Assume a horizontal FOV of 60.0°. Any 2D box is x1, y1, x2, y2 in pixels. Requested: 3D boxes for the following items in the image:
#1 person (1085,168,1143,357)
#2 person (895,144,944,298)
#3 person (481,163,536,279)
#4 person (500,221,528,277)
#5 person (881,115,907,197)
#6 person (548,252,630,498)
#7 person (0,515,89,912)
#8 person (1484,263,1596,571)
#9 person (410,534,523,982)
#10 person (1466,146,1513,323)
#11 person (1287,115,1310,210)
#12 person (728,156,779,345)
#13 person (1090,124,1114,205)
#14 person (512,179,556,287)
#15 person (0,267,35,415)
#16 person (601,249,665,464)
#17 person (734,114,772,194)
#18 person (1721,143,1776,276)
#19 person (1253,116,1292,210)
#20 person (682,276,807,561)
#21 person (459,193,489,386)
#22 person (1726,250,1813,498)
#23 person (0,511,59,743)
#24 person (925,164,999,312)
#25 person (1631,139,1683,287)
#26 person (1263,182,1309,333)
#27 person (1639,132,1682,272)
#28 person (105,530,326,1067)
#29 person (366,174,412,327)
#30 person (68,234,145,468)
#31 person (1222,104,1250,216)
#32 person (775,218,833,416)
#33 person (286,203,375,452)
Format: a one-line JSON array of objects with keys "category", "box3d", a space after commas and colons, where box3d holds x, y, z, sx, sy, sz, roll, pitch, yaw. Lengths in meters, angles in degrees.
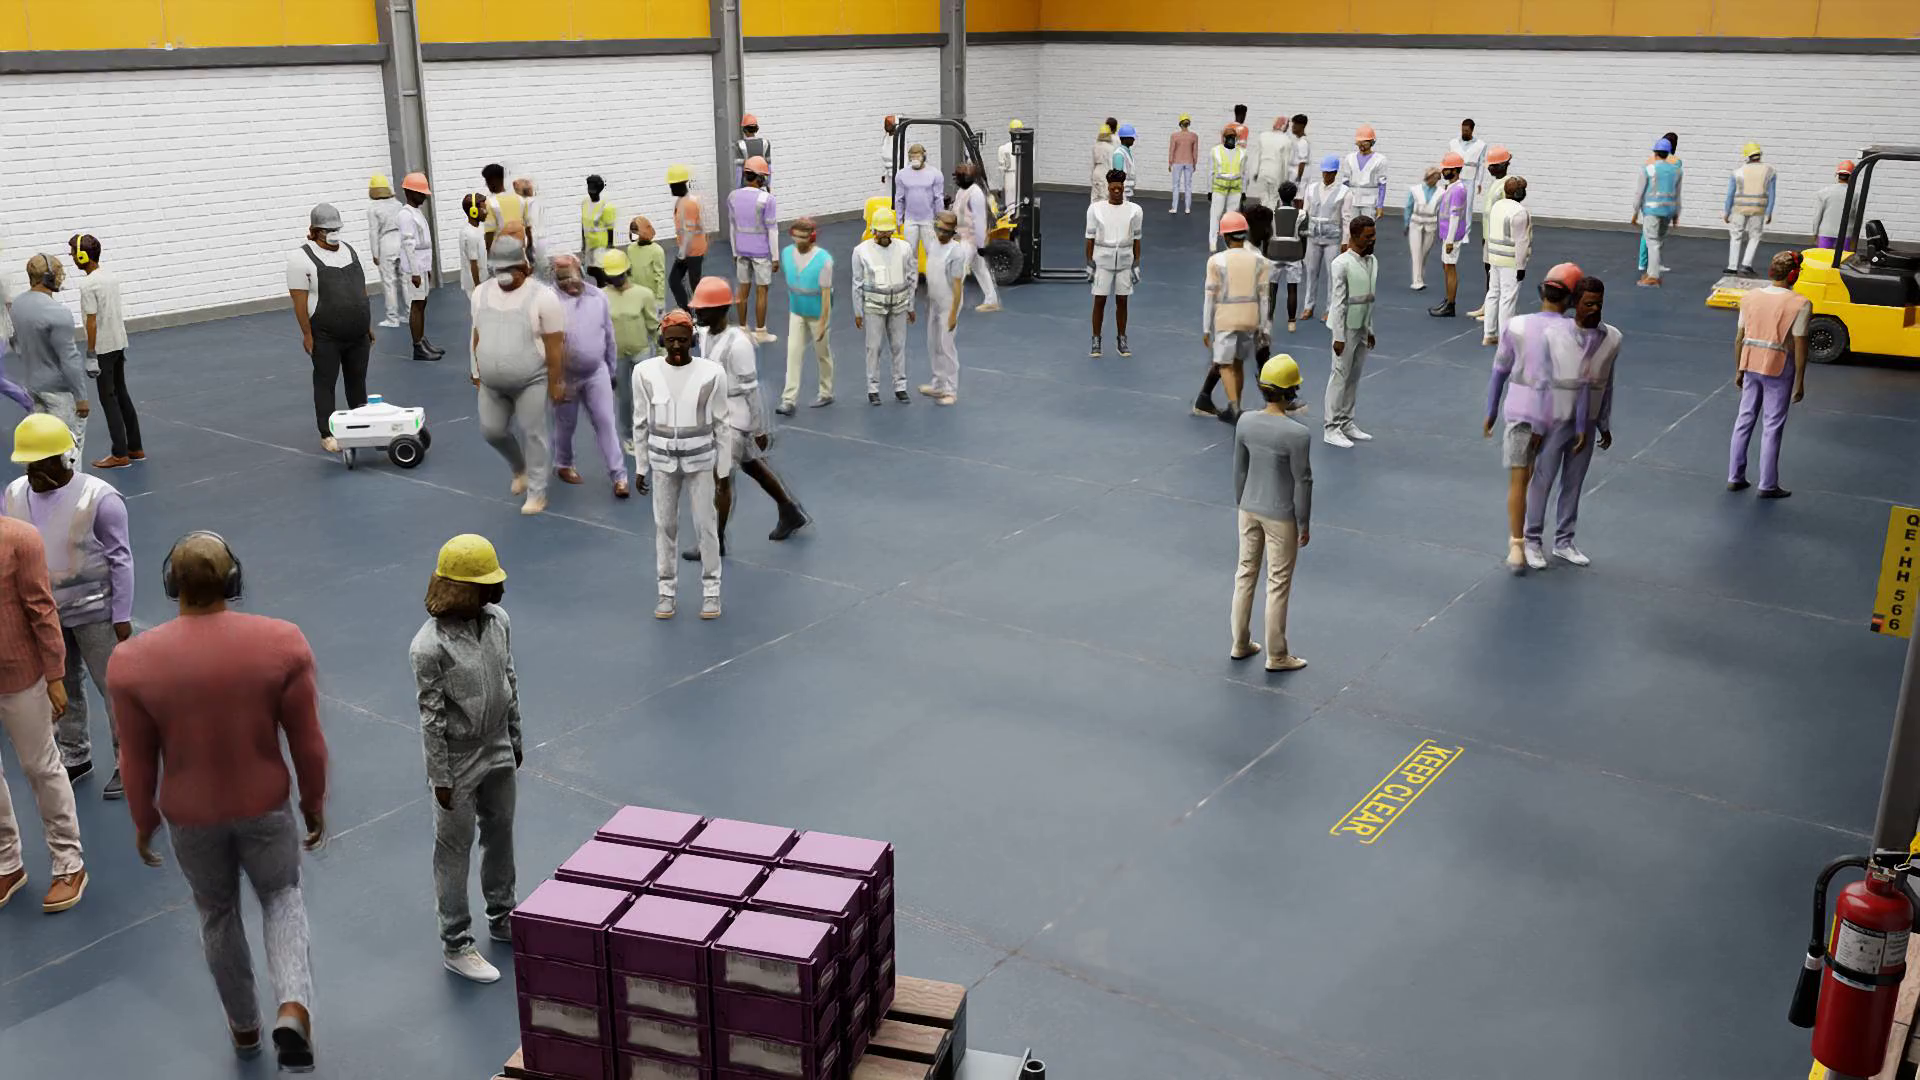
[{"category": "person", "box3d": [1.611, -2.903, 17.457, 0.606, 1.966, 0.367, -2, 18, -6]}, {"category": "person", "box3d": [-0.518, -4.040, 21.085, 0.636, 1.929, 0.380, 3, 18, 10]}, {"category": "person", "box3d": [-4.951, -3.192, 18.446, 0.478, 1.931, 0.754, 13, 22, 35]}, {"category": "person", "box3d": [-4.211, -2.221, 15.862, 0.266, 1.631, 0.507, -8, 19, -22]}, {"category": "person", "box3d": [-1.091, -6.008, 27.304, 0.339, 1.882, 0.581, -14, 22, -37]}, {"category": "person", "box3d": [-2.867, -1.245, 12.497, 0.660, 1.841, 0.976, -10, 20, -29]}, {"category": "person", "box3d": [-3.891, 0.554, 6.629, 0.629, 1.980, 0.411, -2, 18, -7]}, {"category": "person", "box3d": [3.792, -0.822, 10.954, 0.650, 1.986, 0.985, 7, 19, 20]}, {"category": "person", "box3d": [-1.794, 0.808, 6.228, 0.320, 1.737, 0.483, 8, 20, 25]}, {"category": "person", "box3d": [6.206, -3.546, 19.362, 0.392, 2.033, 0.605, 0, 18, 0]}, {"category": "person", "box3d": [5.379, -5.772, 26.483, 0.367, 1.949, 0.688, 3, 18, 9]}, {"category": "person", "box3d": [-2.218, -3.143, 18.114, 0.613, 2.030, 0.410, 10, 20, 28]}, {"category": "person", "box3d": [2.352, -5.961, 27.409, 0.506, 1.732, 0.367, 17, 24, 42]}, {"category": "person", "box3d": [-5.177, -3.567, 20.129, 0.517, 1.600, 0.851, 15, 23, 38]}, {"category": "person", "box3d": [-8.114, -1.704, 13.945, 0.519, 1.822, 0.876, 8, 19, 23]}, {"category": "person", "box3d": [-2.663, -1.488, 13.427, 0.568, 1.762, 0.528, -3, 18, -9]}, {"category": "person", "box3d": [-3.122, -5.357, 25.007, 0.605, 2.045, 0.380, -11, 21, -30]}, {"category": "person", "box3d": [10.780, -4.505, 22.742, 0.610, 1.811, 0.464, 5, 18, 14]}, {"category": "person", "box3d": [5.161, -6.001, 27.304, 0.426, 1.869, 0.710, -15, 23, -40]}, {"category": "person", "box3d": [-1.446, -0.841, 11.142, 0.953, 1.899, 0.551, -10, 20, -29]}, {"category": "person", "box3d": [-4.672, -2.425, 16.139, 0.322, 1.861, 0.514, -6, 19, -17]}, {"category": "person", "box3d": [6.031, -1.232, 12.422, 0.389, 1.847, 0.563, -10, 20, -29]}, {"category": "person", "box3d": [-4.849, 0.268, 8.111, 0.715, 1.609, 0.517, -9, 20, -25]}, {"category": "person", "box3d": [0.051, -3.593, 19.905, 0.975, 1.787, 0.643, -4, 18, -11]}, {"category": "person", "box3d": [9.259, -4.325, 22.034, 0.625, 1.907, 0.703, -4, 18, -11]}, {"category": "person", "box3d": [3.664, -3.190, 18.807, 0.530, 1.689, 0.321, 4, 18, 13]}, {"category": "person", "box3d": [9.748, -4.699, 23.169, 0.397, 1.911, 0.587, -7, 19, -21]}, {"category": "person", "box3d": [-2.447, 0.919, 5.588, 0.631, 1.920, 0.608, -9, 20, -26]}, {"category": "person", "box3d": [-6.594, -3.336, 19.186, 0.371, 1.733, 0.497, 13, 22, 36]}, {"category": "person", "box3d": [-6.823, -1.500, 13.258, 0.347, 1.857, 0.525, 0, 18, -1]}, {"category": "person", "box3d": [4.917, -6.696, 29.346, 0.644, 1.939, 0.626, -12, 21, -33]}, {"category": "person", "box3d": [-1.380, -1.997, 14.930, 0.573, 1.771, 0.949, 9, 20, 26]}, {"category": "person", "box3d": [-5.133, -1.768, 13.786, 0.538, 2.000, 0.685, 13, 22, 35]}]
